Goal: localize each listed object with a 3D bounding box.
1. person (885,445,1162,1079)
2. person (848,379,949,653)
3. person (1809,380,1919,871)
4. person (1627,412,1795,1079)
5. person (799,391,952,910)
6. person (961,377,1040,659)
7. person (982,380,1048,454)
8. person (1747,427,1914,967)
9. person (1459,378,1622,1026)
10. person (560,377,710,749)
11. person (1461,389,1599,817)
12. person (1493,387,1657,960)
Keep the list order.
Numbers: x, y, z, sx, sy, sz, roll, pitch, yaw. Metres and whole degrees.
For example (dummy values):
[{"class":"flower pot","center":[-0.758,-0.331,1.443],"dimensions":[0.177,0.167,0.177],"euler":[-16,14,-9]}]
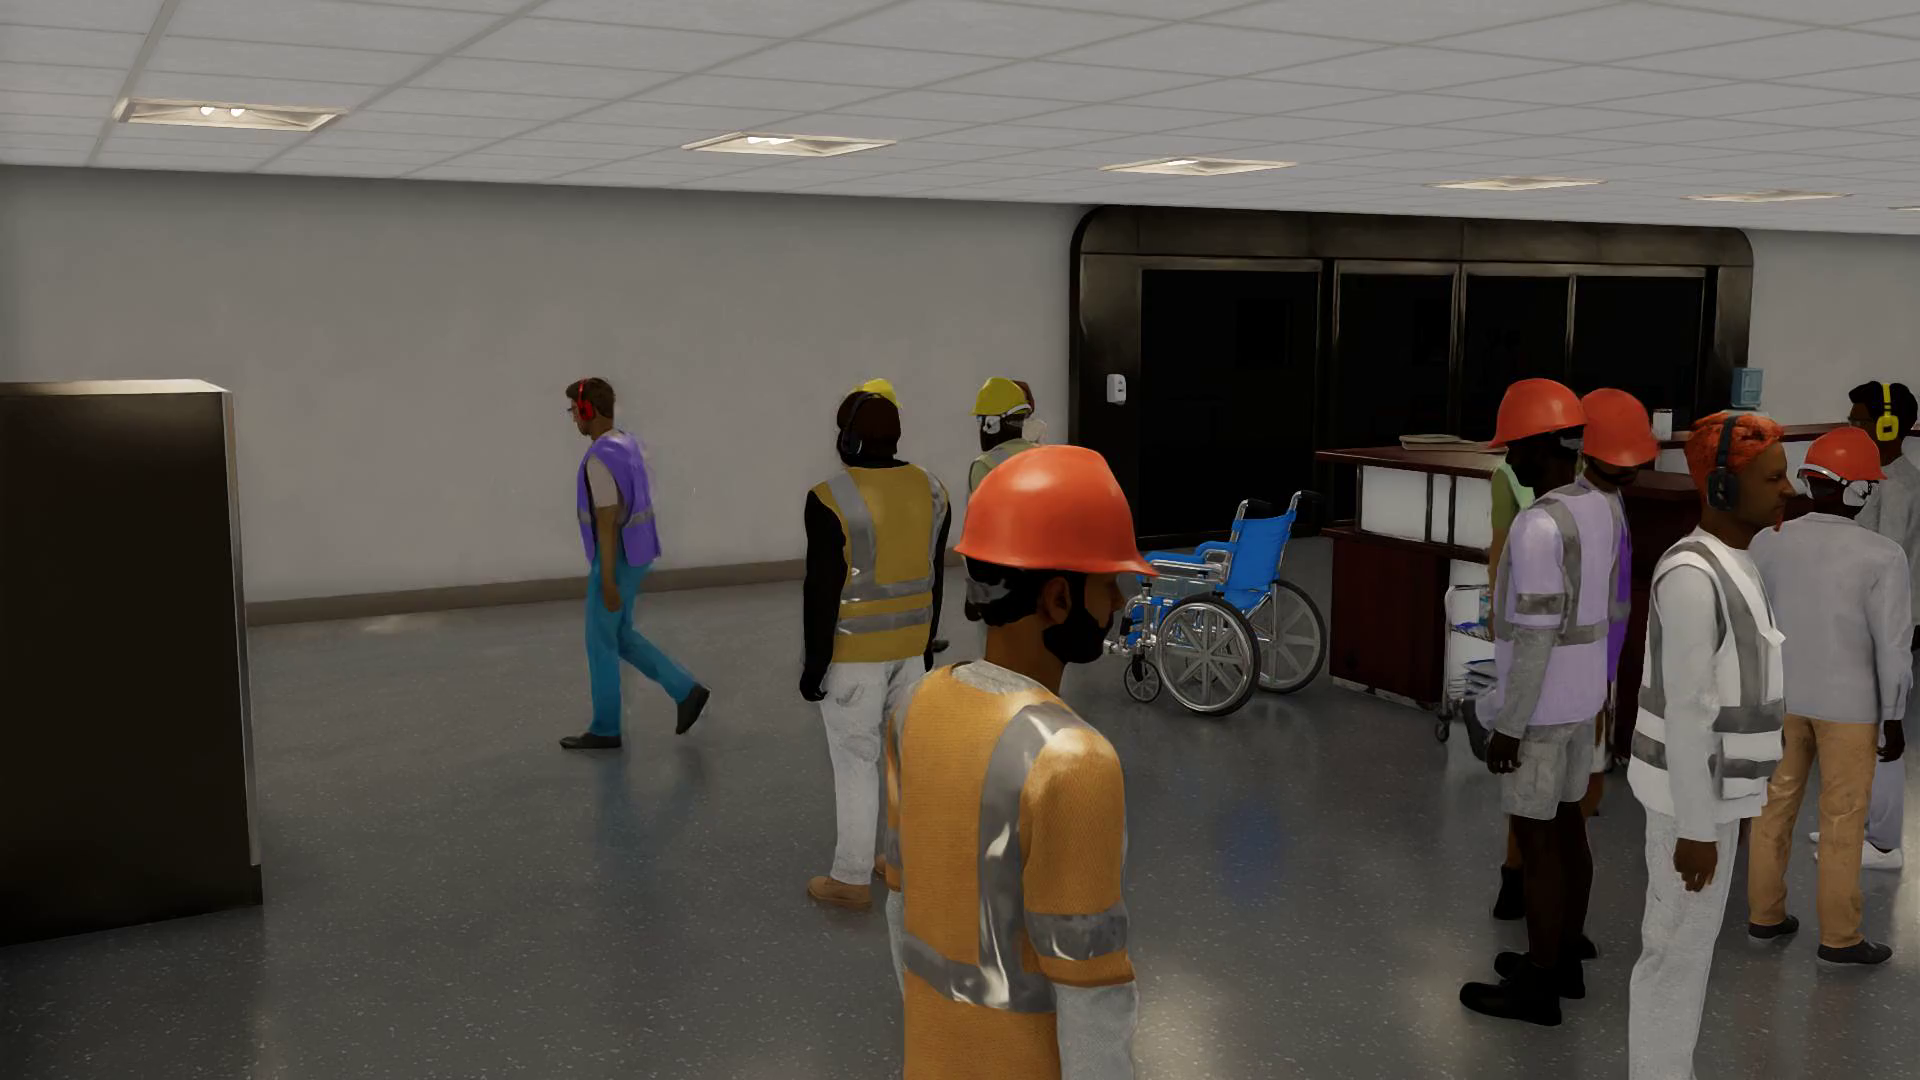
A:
[{"class":"person","center":[0.110,0.823,2.503],"dimensions":[0.377,1.932,0.552],"euler":[-4,9,-29]},{"class":"person","center":[-0.521,-0.096,9.931],"dimensions":[0.905,1.717,0.543],"euler":[-2,8,-13]},{"class":"person","center":[3.497,0.327,6.361],"dimensions":[0.336,1.864,0.505],"euler":[4,9,27]},{"class":"person","center":[1.826,0.633,4.063],"dimensions":[0.354,1.883,0.572],"euler":[5,9,31]},{"class":"person","center":[-0.326,0.390,5.967],"dimensions":[0.625,1.846,0.429],"euler":[-8,11,-44]},{"class":"person","center":[0.206,0.166,7.672],"dimensions":[0.403,1.824,0.596],"euler":[5,9,33]},{"class":"person","center":[0.402,-0.347,12.100],"dimensions":[0.504,1.627,0.285],"euler":[-1,8,-11]},{"class":"person","center":[2.838,0.506,5.447],"dimensions":[0.324,1.752,0.562],"euler":[-5,9,-30]},{"class":"person","center":[1.735,0.481,5.003],"dimensions":[0.373,1.928,0.543],"euler":[7,10,40]},{"class":"person","center":[-1.600,0.126,7.978],"dimensions":[0.619,1.814,0.585],"euler":[0,8,2]},{"class":"person","center":[2.490,0.230,7.251],"dimensions":[0.602,1.811,0.835],"euler":[-4,9,-25]},{"class":"person","center":[2.039,0.429,5.557],"dimensions":[0.471,1.887,0.644],"euler":[4,9,25]}]
